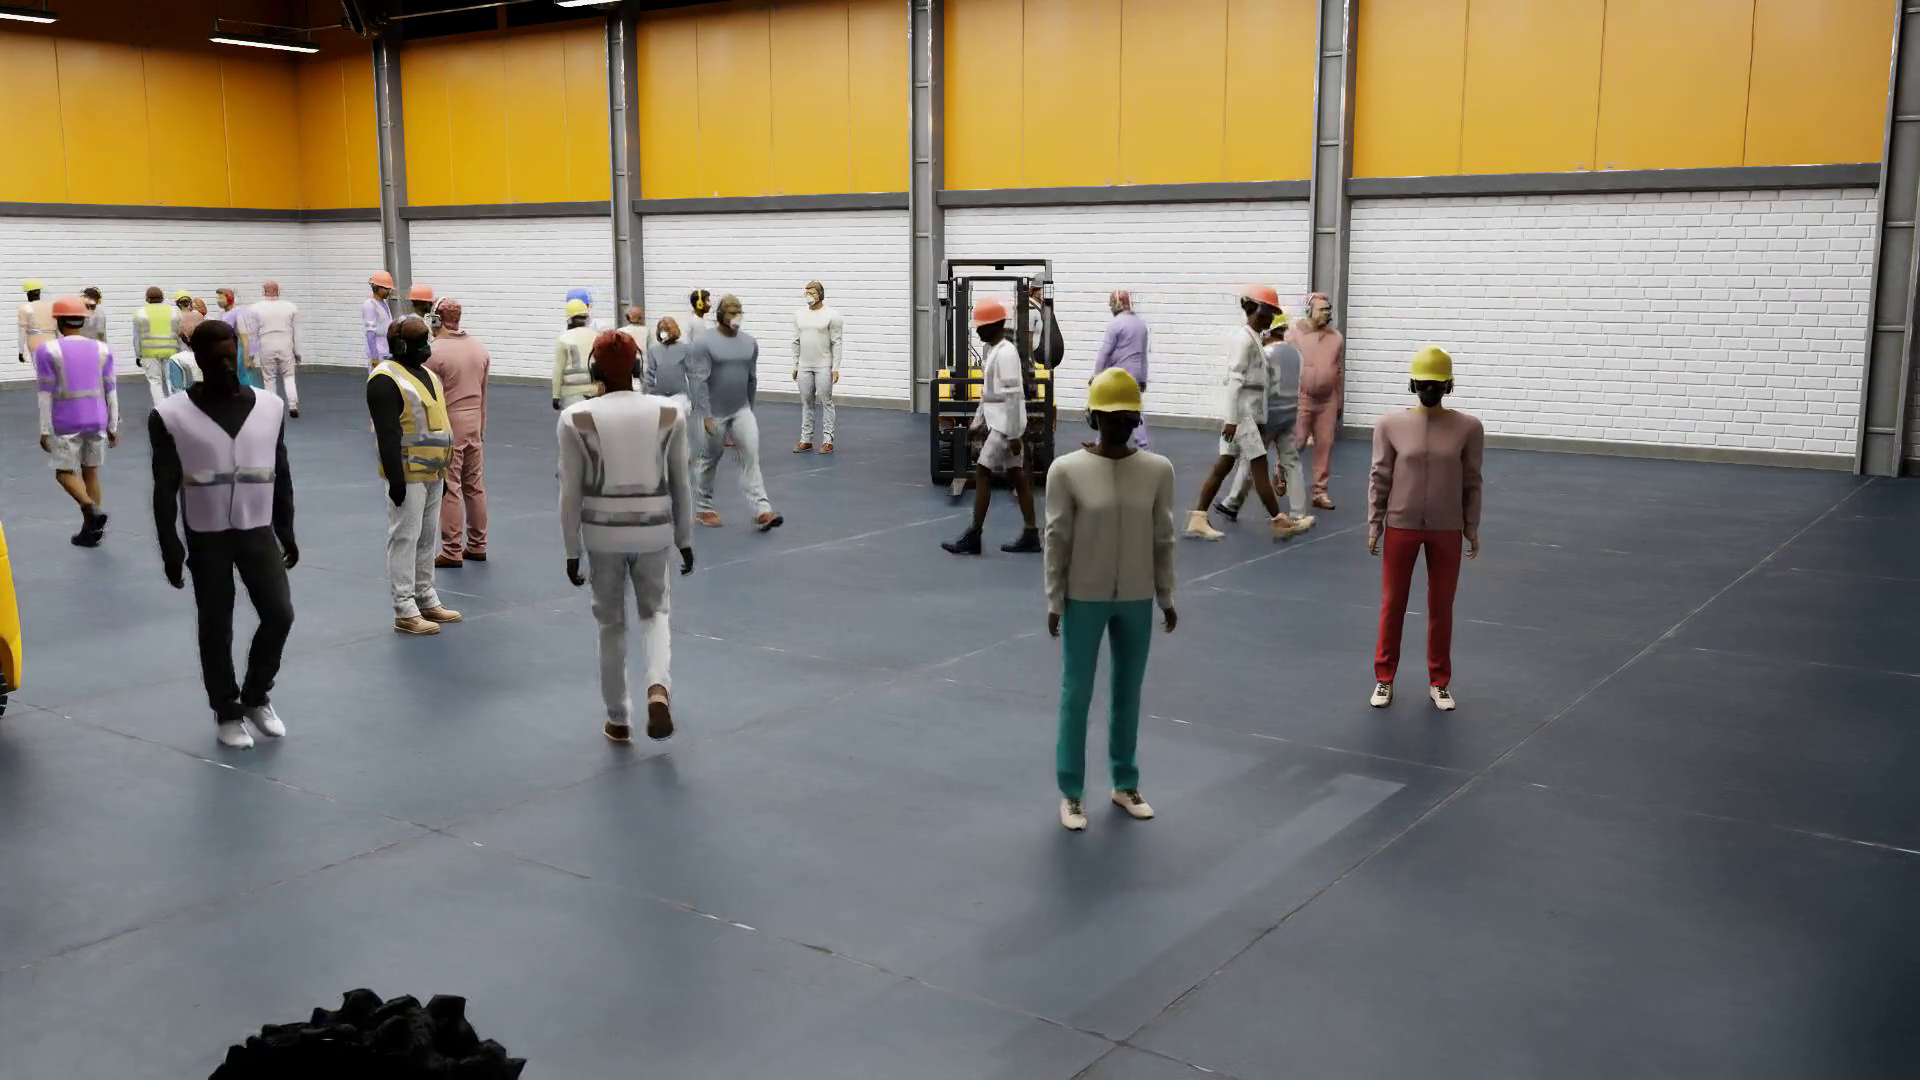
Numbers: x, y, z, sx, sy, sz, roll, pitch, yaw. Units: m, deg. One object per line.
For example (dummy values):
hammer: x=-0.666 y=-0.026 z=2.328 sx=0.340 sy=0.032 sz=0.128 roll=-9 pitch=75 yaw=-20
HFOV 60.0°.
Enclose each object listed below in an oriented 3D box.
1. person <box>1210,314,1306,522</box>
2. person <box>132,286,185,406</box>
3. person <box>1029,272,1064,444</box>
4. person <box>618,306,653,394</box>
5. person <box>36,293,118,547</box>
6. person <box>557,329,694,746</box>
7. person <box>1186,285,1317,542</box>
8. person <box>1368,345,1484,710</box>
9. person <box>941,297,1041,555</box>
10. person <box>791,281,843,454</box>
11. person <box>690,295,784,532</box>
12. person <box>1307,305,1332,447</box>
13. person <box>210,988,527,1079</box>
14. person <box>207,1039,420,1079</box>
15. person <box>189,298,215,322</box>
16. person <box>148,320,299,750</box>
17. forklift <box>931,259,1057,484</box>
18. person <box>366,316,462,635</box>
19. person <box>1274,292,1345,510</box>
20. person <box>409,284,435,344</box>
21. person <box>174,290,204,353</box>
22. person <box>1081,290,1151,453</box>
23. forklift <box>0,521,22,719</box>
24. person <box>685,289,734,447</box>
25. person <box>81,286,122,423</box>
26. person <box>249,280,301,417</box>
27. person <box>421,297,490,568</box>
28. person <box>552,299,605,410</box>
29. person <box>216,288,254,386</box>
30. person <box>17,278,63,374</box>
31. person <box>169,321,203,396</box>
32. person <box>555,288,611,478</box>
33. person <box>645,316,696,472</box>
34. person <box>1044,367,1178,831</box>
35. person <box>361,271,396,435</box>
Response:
person: x=2.488 y=-0.992 z=13.523 sx=0.623 sy=1.779 sz=0.932 roll=-8 pitch=12 yaw=-39
person: x=-10.729 y=-2.482 z=22.278 sx=0.627 sy=1.826 sz=0.434 roll=-7 pitch=12 yaw=-37
person: x=0.948 y=-2.103 z=19.387 sx=0.536 sy=2.000 sz=0.684 roll=4 pitch=10 yaw=23
person: x=-4.057 y=-2.142 z=20.943 sx=0.521 sy=1.601 sz=0.840 roll=-9 pitch=13 yaw=-43
person: x=-6.545 y=-0.873 z=12.418 sx=0.607 sy=1.920 sz=0.569 roll=8 pitch=12 yaw=38
person: x=-1.456 y=0.009 z=7.326 sx=0.600 sy=1.866 sz=0.495 roll=-4 pitch=10 yaw=-21
person: x=2.236 y=-0.957 z=12.779 sx=1.042 sy=1.968 sz=0.674 roll=2 pitch=10 yaw=11
person: x=2.230 y=-0.051 z=7.991 sx=0.533 sy=1.765 sz=0.326 roll=2 pitch=10 yaw=10
person: x=0.210 y=-0.836 z=12.284 sx=0.873 sy=1.883 sz=0.543 roll=0 pitch=10 yaw=1
person: x=-1.616 y=-1.935 z=18.689 sx=0.627 sy=1.940 sz=0.372 roll=4 pitch=10 yaw=24
person: x=-1.822 y=-0.999 z=13.267 sx=0.640 sy=1.881 sz=1.024 roll=-7 pitch=12 yaw=-36
person: x=4.166 y=-1.929 z=19.395 sx=0.319 sy=1.691 sz=0.535 roll=2 pitch=10 yaw=9
person: x=-0.395 y=1.124 z=1.192 sx=0.319 sy=1.695 sz=0.539 roll=5 pitch=11 yaw=27
person: x=-0.495 y=1.133 z=1.178 sx=0.597 sy=1.752 sz=0.516 roll=6 pitch=11 yaw=31
person: x=-10.867 y=-2.639 z=23.788 sx=0.497 sy=1.633 sz=0.278 roll=-4 pitch=10 yaw=-21
person: x=-3.221 y=-0.013 z=7.331 sx=0.629 sy=1.902 sz=0.468 roll=-9 pitch=13 yaw=-44
forklift: x=0.370 y=-1.738 z=16.759 sx=1.214 sy=2.155 sz=2.313 roll=1 pitch=10 yaw=3
person: x=-3.176 y=-0.381 z=9.727 sx=0.429 sy=1.844 sz=0.627 roll=1 pitch=10 yaw=7
person: x=3.076 y=-1.232 z=14.625 sx=0.658 sy=1.887 sz=0.680 roll=-3 pitch=10 yaw=-17
person: x=-5.826 y=-1.865 z=18.406 sx=0.949 sy=1.890 sz=0.559 roll=-4 pitch=10 yaw=-21
person: x=-10.745 y=-2.594 z=23.153 sx=0.327 sy=1.760 sz=0.523 roll=6 pitch=11 yaw=31
person: x=1.730 y=-1.792 z=18.153 sx=0.998 sy=1.840 sz=0.623 roll=6 pitch=11 yaw=34
forklift: x=-5.296 y=-0.090 z=6.943 sx=1.214 sy=2.155 sz=2.313 roll=7 pitch=12 yaw=35
person: x=-3.057 y=-1.965 z=19.154 sx=0.876 sy=1.842 sz=0.519 roll=-1 pitch=10 yaw=-4
person: x=-11.395 y=-2.431 z=22.007 sx=0.362 sy=1.830 sz=0.632 roll=-9 pitch=13 yaw=-42
person: x=-9.413 y=-2.612 z=22.848 sx=0.677 sy=1.912 sz=0.408 roll=-5 pitch=11 yaw=-29
person: x=-3.607 y=-0.757 z=11.771 sx=0.410 sy=1.909 sz=0.643 roll=4 pitch=10 yaw=22
person: x=-3.747 y=-1.499 z=16.564 sx=0.879 sy=1.799 sz=0.599 roll=7 pitch=12 yaw=37
person: x=-9.658 y=-2.406 z=21.914 sx=0.971 sy=1.795 sz=0.584 roll=-8 pitch=12 yaw=-39
person: x=-13.015 y=-2.731 z=23.507 sx=0.516 sy=1.907 sz=0.605 roll=5 pitch=11 yaw=27
person: x=-6.634 y=-1.088 z=14.536 sx=0.310 sy=1.640 sz=0.514 roll=8 pitch=12 yaw=38
person: x=-3.750 y=-1.595 z=16.835 sx=0.605 sy=1.897 sz=0.996 roll=3 pitch=10 yaw=17
person: x=-2.865 y=-1.413 z=16.544 sx=0.504 sy=1.622 sz=0.378 roll=3 pitch=10 yaw=17
person: x=0.577 y=0.222 z=6.362 sx=0.531 sy=1.767 sz=0.323 roll=-3 pitch=10 yaw=-16
person: x=-7.203 y=-2.328 z=20.753 sx=0.396 sy=2.033 sz=0.605 roll=0 pitch=10 yaw=0
